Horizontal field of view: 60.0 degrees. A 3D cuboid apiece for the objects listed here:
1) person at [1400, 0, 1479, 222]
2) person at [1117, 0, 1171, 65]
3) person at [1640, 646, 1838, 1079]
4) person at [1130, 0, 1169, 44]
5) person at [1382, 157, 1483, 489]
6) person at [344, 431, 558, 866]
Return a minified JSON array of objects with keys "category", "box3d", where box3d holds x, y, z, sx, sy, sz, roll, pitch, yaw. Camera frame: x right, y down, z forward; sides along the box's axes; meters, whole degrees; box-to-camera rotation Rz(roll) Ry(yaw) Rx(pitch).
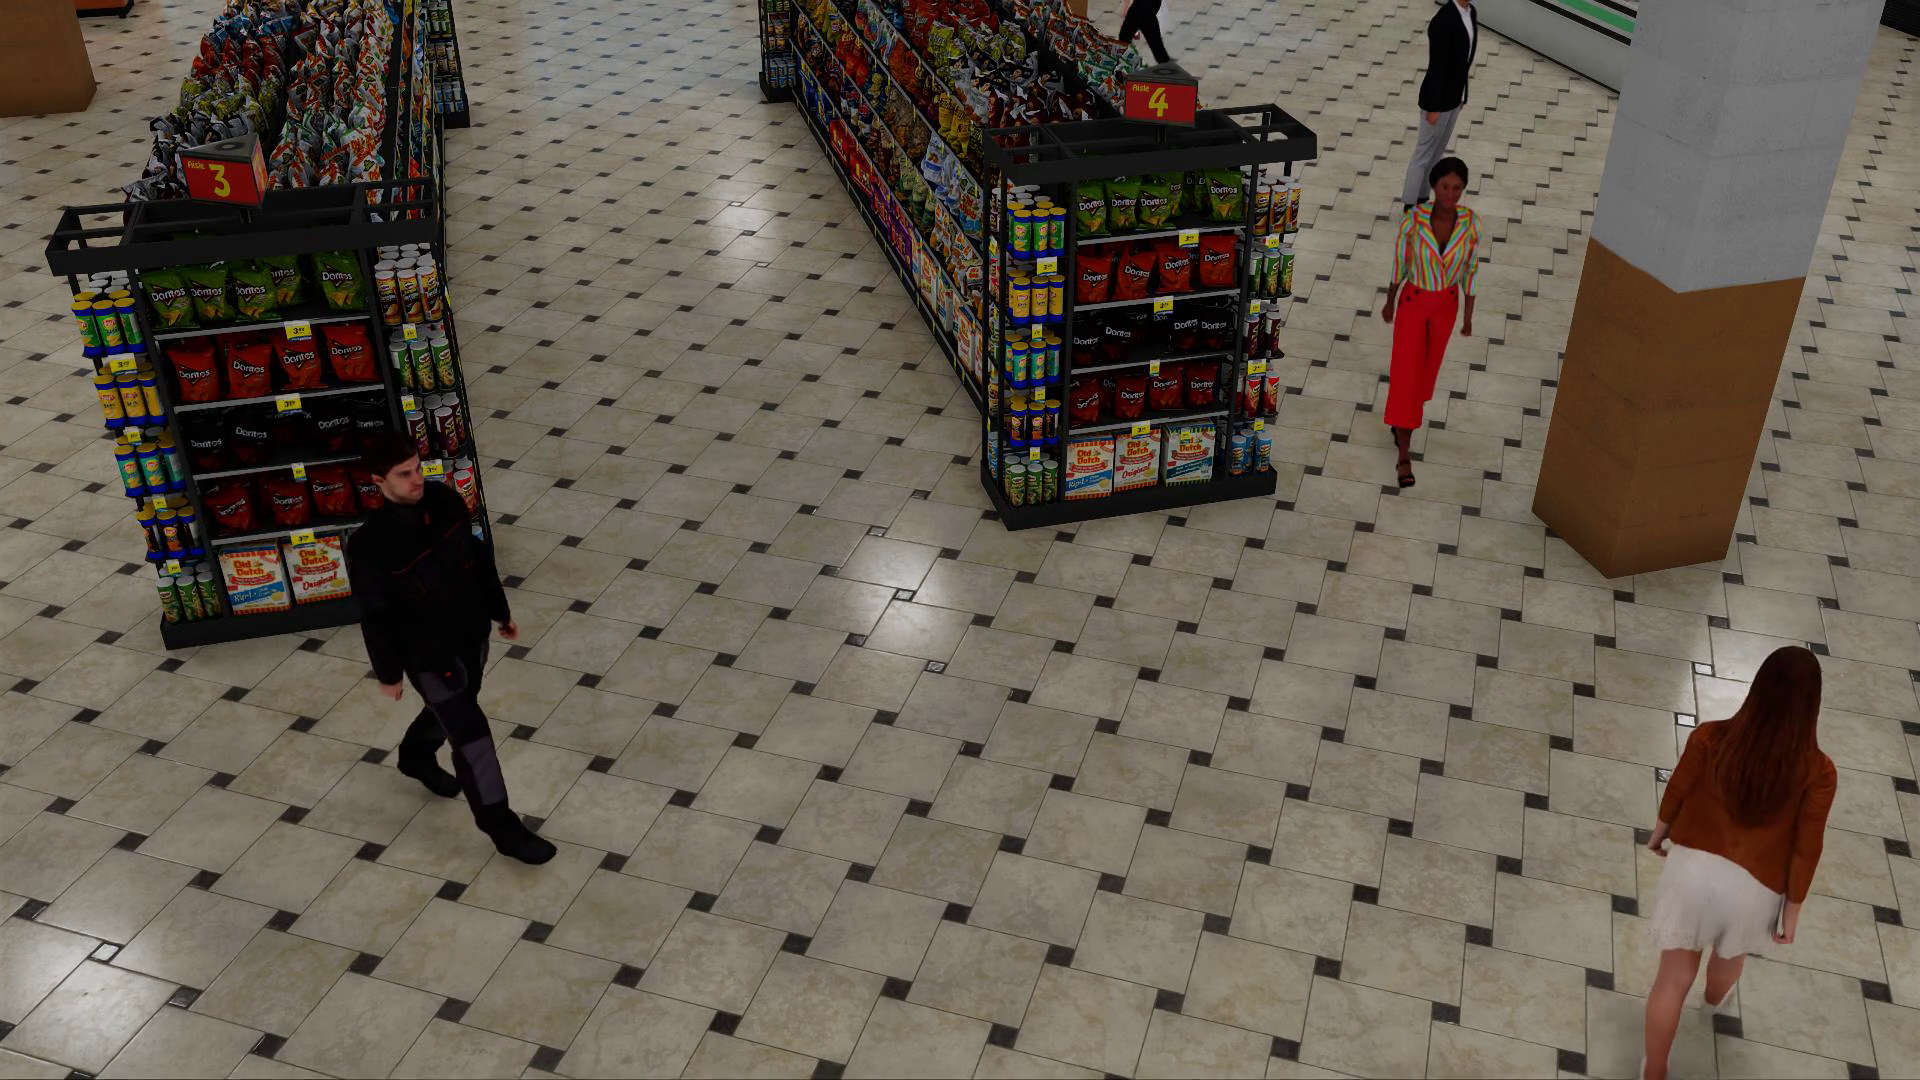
[{"category":"person","box3d":[3.501,-3.261,12.077,0.817,1.953,0.796,22,38,31]},{"category":"person","box3d":[1.711,-4.718,14.762,1.124,1.589,1.110,15,35,23]},{"category":"person","box3d":[2.396,1.136,5.259,1.026,1.690,1.075,18,36,27]},{"category":"person","box3d":[1.815,-5.597,16.092,0.781,1.678,1.256,-2,32,-3]},{"category":"person","box3d":[2.503,-1.217,8.985,0.796,1.749,1.137,1,32,1]},{"category":"person","box3d":[-2.036,0.374,6.372,1.175,1.808,1.191,12,34,18]}]
